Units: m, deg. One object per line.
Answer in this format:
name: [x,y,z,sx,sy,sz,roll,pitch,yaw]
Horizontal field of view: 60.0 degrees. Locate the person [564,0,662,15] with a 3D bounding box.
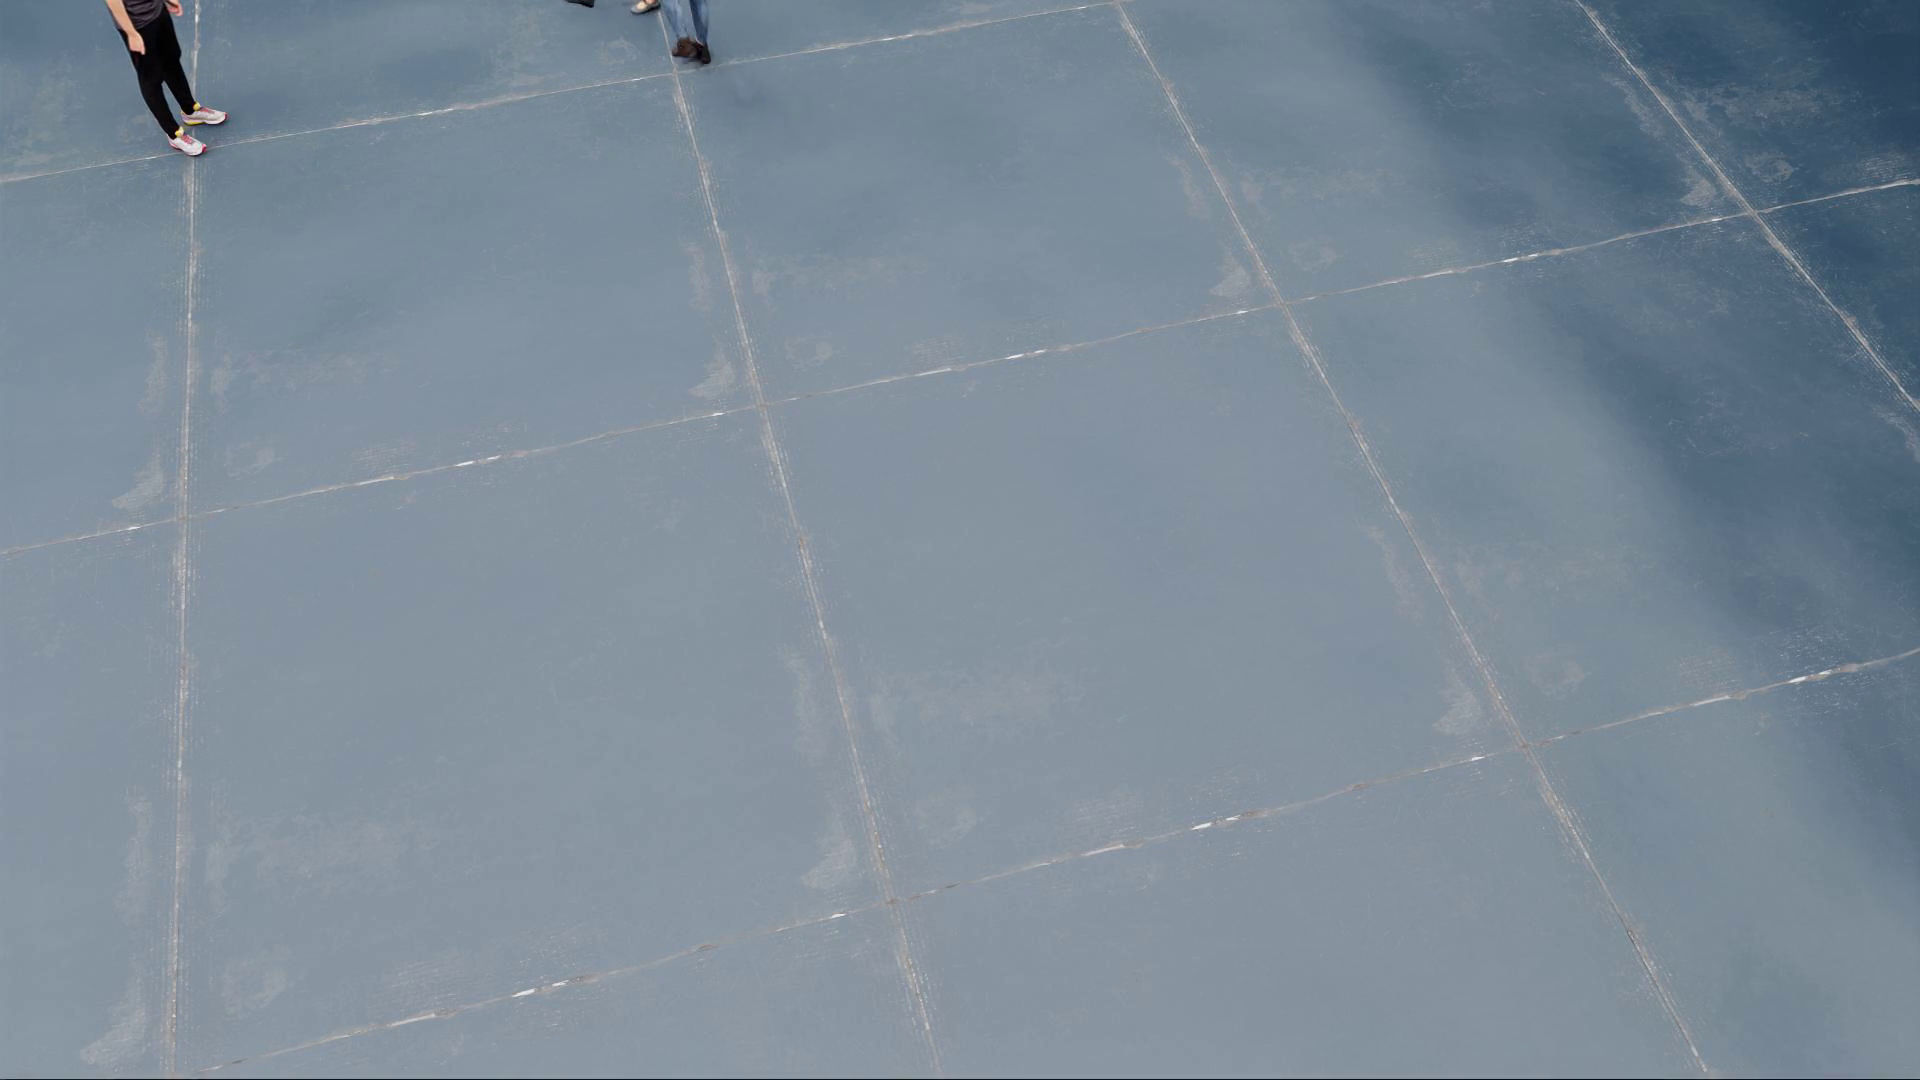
person: [-2.159,-3.948,10.641,0.577,1.288,0.784,-14,53,-10]

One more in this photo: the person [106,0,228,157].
person: [-4.761,-3.081,9.670,0.773,1.762,0.642,9,53,7]

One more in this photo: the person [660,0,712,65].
person: [-1.663,-3.599,10.158,0.726,1.625,0.757,-34,60,-24]
